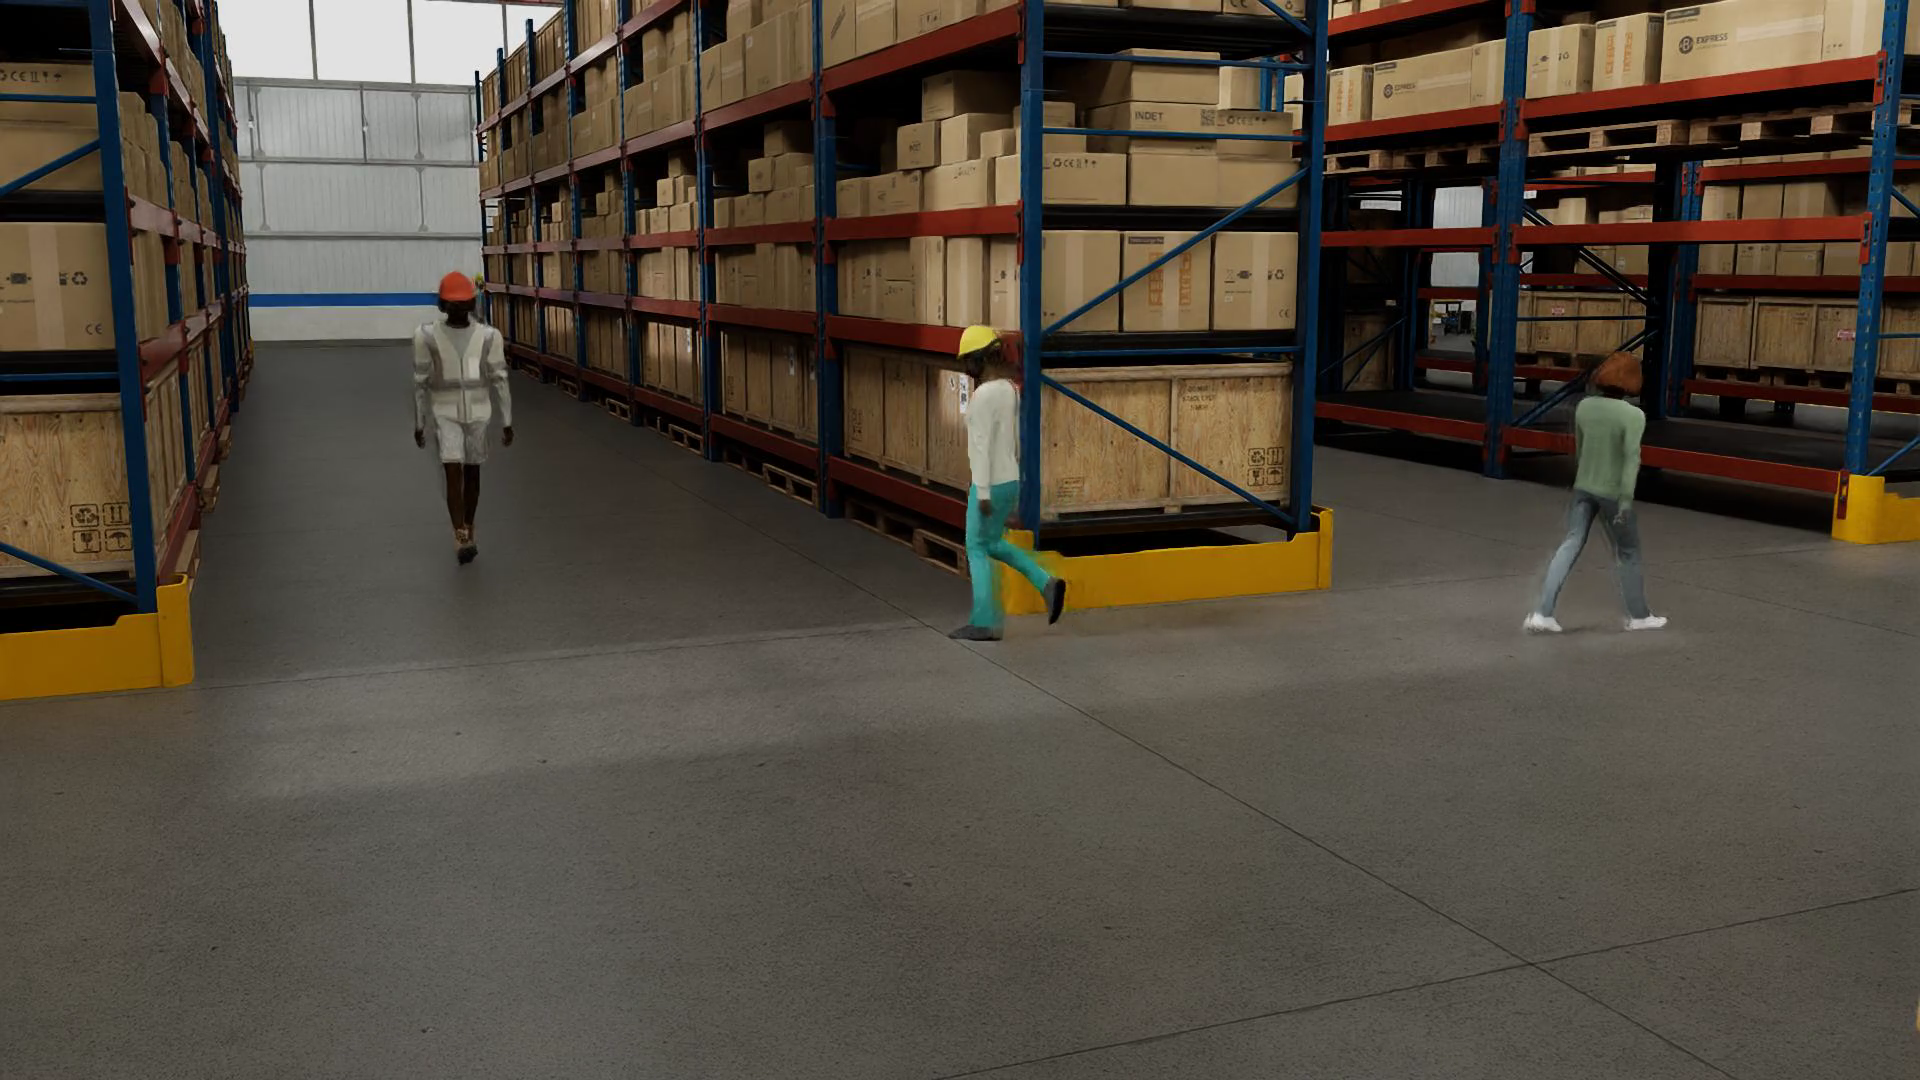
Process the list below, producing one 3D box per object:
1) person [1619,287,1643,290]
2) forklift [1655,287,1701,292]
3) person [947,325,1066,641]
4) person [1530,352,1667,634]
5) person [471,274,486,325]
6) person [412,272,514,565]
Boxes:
[{"bbox_3d":[16.511,-5.735,41.130,0.409,1.909,0.639,-7,12,-37],"label":"person"},{"bbox_3d":[13.559,-4.612,31.486,1.873,2.768,1.129,-4,10,-22],"label":"forklift"},{"bbox_3d":[0.244,-0.308,9.111,0.592,1.735,0.557,4,10,22],"label":"person"},{"bbox_3d":[3.570,-0.255,9.257,0.866,1.587,0.513,-5,11,-28],"label":"person"},{"bbox_3d":[-10.727,-4.999,36.981,0.531,1.814,0.601,-2,10,-12],"label":"person"},{"bbox_3d":[-3.415,-0.833,11.495,0.638,1.991,1.016,-4,10,-25],"label":"person"}]
